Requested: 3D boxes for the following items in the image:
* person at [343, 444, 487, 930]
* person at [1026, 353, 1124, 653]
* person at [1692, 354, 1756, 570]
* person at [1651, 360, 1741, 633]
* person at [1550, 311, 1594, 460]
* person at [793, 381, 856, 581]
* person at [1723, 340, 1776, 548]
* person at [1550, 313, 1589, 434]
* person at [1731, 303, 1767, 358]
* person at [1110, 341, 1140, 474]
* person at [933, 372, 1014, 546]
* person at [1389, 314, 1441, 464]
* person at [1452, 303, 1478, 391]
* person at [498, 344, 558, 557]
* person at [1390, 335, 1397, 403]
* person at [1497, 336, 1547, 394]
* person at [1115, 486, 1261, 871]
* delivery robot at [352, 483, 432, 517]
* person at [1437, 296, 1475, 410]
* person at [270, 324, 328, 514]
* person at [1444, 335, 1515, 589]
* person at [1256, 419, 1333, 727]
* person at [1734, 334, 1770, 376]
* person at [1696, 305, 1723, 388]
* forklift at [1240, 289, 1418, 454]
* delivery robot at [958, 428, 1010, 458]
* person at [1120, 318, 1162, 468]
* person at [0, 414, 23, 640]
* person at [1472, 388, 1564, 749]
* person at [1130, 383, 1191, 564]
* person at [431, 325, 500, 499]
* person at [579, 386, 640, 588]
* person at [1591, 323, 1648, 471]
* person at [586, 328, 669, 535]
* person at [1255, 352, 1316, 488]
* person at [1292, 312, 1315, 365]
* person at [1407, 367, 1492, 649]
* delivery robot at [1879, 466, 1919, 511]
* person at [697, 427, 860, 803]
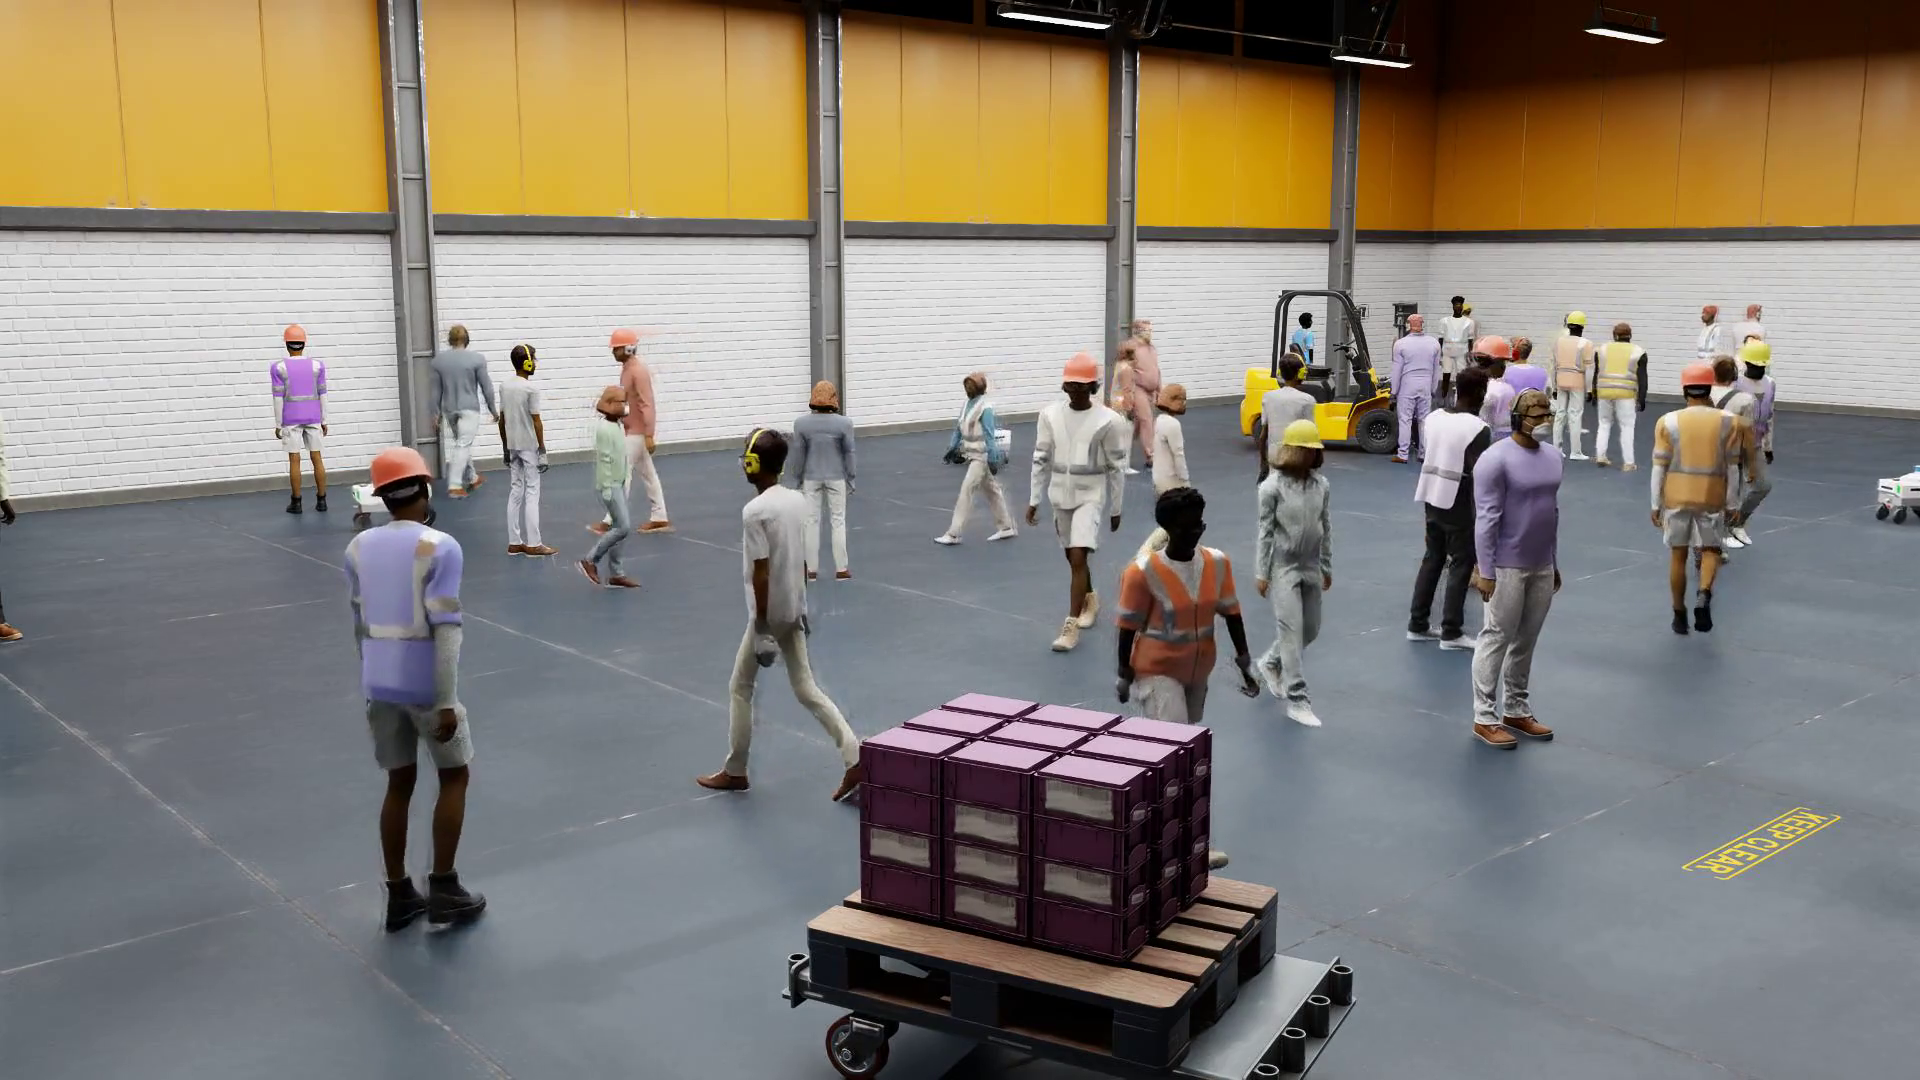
[{"bbox_3d":[-2.182,0.575,6.604,0.563,1.890,0.543,3,10,18],"label":"person"},{"bbox_3d":[0.827,-0.295,11.430,0.610,1.999,1.048,5,11,28],"label":"person"},{"bbox_3d":[6.341,-0.641,13.927,0.818,1.824,0.516,-8,13,-41],"label":"person"},{"bbox_3d":[5.084,-0.280,11.519,0.580,1.924,0.487,3,10,19],"label":"person"},{"bbox_3d":[7.921,-1.991,21.529,0.363,1.928,0.587,-8,13,-39],"label":"person"},{"bbox_3d":[-1.097,-0.475,13.508,0.508,1.632,0.270,0,10,3],"label":"person"},{"bbox_3d":[7.087,-0.856,14.985,0.652,1.888,0.465,-4,10,-22],"label":"person"},{"bbox_3d":[8.941,-2.472,24.697,0.801,1.819,0.638,3,10,18],"label":"person"},{"bbox_3d":[12.327,-2.734,25.989,0.442,1.914,0.672,-3,10,-17],"label":"person"},{"bbox_3d":[1.921,-1.595,20.087,0.485,1.623,0.540,-1,10,-4],"label":"person"},{"bbox_3d":[0.156,-0.742,15.199,0.833,1.585,0.527,-3,10,-17],"label":"person"},{"bbox_3d":[5.772,-1.918,21.183,0.639,1.903,0.409,-2,10,-10],"label":"person"},{"bbox_3d":[9.621,-3.681,31.999,0.532,1.735,0.796,-3,10,-17],"label":"person"},{"bbox_3d":[-3.828,-0.784,14.636,0.534,1.868,0.310,6,12,33],"label":"person"},{"bbox_3d":[6.686,-2.526,25.124,0.303,1.772,0.522,-2,10,-10],"label":"person"},{"bbox_3d":[5.513,-1.082,16.430,0.569,1.847,0.377,-3,10,-17],"label":"person"},{"bbox_3d":[0.986,0.588,7.229,0.546,1.646,0.884,-5,11,-29],"label":"person"},{"bbox_3d":[-5.505,-0.432,16.112,0.707,0.478,0.477,-4,10,-25],"label":"delivery robot"},{"bbox_3d":[8.446,-3.181,28.379,0.607,1.966,0.367,4,10,22],"label":"person"},{"bbox_3d":[-6.774,-1.237,17.081,0.544,1.939,0.354,-7,12,-35],"label":"person"},{"bbox_3d":[4.074,-0.594,13.051,0.565,2.026,0.618,-4,10,-20],"label":"person"},{"bbox_3d":[1.913,0.157,9.557,0.497,1.724,0.724,-5,11,-27],"label":"person"},{"bbox_3d":[10.177,-1.842,21.484,0.307,1.645,0.518,-8,12,-38],"label":"person"},{"bbox_3d":[12.070,-2.833,26.676,0.822,1.862,0.584,0,10,2],"label":"person"},{"bbox_3d":[5.034,-2.339,22.783,2.313,2.155,1.214,3,10,16],"label":"forklift"},{"bbox_3d":[0.298,-1.277,21.086,0.707,0.478,0.477,-8,12,-38],"label":"delivery robot"},{"bbox_3d":[2.266,-1.842,20.839,0.870,1.868,0.663,9,13,41],"label":"person"},{"bbox_3d":[-6.707,-0.268,11.244,0.375,1.995,0.611,5,11,26],"label":"person"},{"bbox_3d":[3.020,0.146,8.983,0.635,1.938,0.359,-6,12,-33],"label":"person"},{"bbox_3d":[1.675,-0.469,13.525,0.585,1.615,0.515,-1,10,-4],"label":"person"},{"bbox_3d":[-5.460,-1.411,18.287,0.650,1.887,1.040,2,10,14],"label":"person"},{"bbox_3d":[-2.745,-0.407,13.128,0.395,1.618,0.527,1,10,4],"label":"person"},{"bbox_3d":[8.143,-1.770,20.588,0.678,1.814,0.469,6,11,31],"label":"person"},{"bbox_3d":[-3.193,-1.012,15.690,0.917,1.953,0.660,-4,10,-21],"label":"person"},{"bbox_3d":[2.654,-0.588,13.499,0.573,1.865,0.330,8,13,41],"label":"person"},{"bbox_3d":[5.771,-2.969,27.926,0.317,1.695,0.540,-4,11,-23],"label":"person"},{"bbox_3d":[3.311,-0.206,11.156,0.435,1.900,0.624,-4,10,-22],"label":"person"},{"bbox_3d":[9.524,-0.495,16.507,0.707,0.478,0.477,-1,10,-5],"label":"delivery robot"},{"bbox_3d":[-0.833,0.373,8.025,0.944,1.827,0.513,5,11,27],"label":"person"}]
